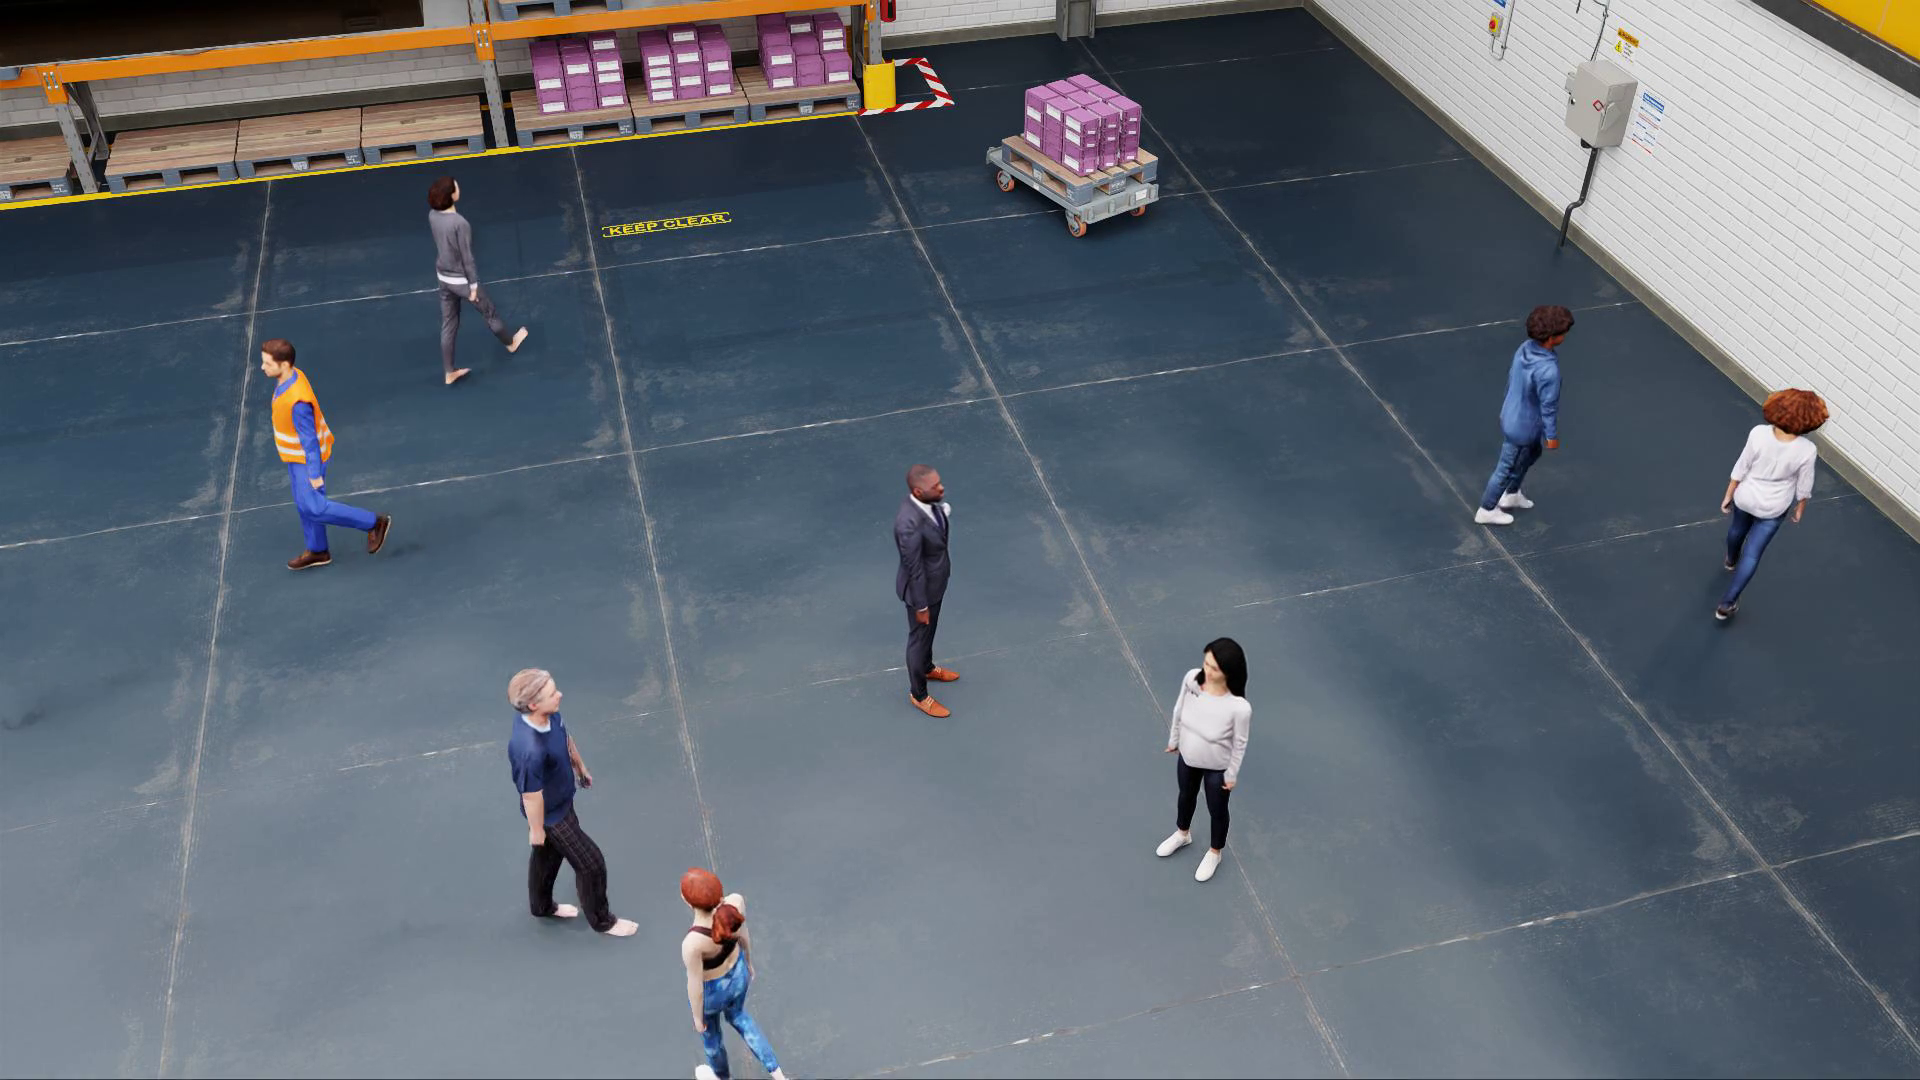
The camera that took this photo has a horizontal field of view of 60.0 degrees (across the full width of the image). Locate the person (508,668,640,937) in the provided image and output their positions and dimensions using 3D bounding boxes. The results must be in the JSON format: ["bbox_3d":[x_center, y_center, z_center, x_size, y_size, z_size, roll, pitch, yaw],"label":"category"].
[{"bbox_3d":[-2.289,1.424,8.930,0.940,1.847,0.793,-2,39,-2],"label":"person"}]

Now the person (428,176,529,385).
[{"bbox_3d":[-4.092,-2.044,13.372,1.086,1.724,1.109,16,41,20],"label":"person"}]

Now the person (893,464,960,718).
[{"bbox_3d":[-0.226,0.279,10.382,0.766,1.824,0.781,6,39,8],"label":"person"}]

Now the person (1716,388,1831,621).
[{"bbox_3d":[5.348,-0.217,11.129,1.022,1.667,1.204,29,47,32],"label":"person"}]

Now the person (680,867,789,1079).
[{"bbox_3d":[-1.082,2.214,8.000,0.936,1.773,0.929,26,45,29],"label":"person"}]

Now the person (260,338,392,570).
[{"bbox_3d":[-4.426,-0.588,11.448,1.064,1.850,0.857,-19,43,-23],"label":"person"}]

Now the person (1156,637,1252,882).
[{"bbox_3d":[1.392,1.207,9.319,0.711,1.701,0.734,29,47,31],"label":"person"}]

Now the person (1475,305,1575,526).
[{"bbox_3d":[3.938,-0.850,11.821,0.800,1.794,0.773,1,39,2],"label":"person"}]
